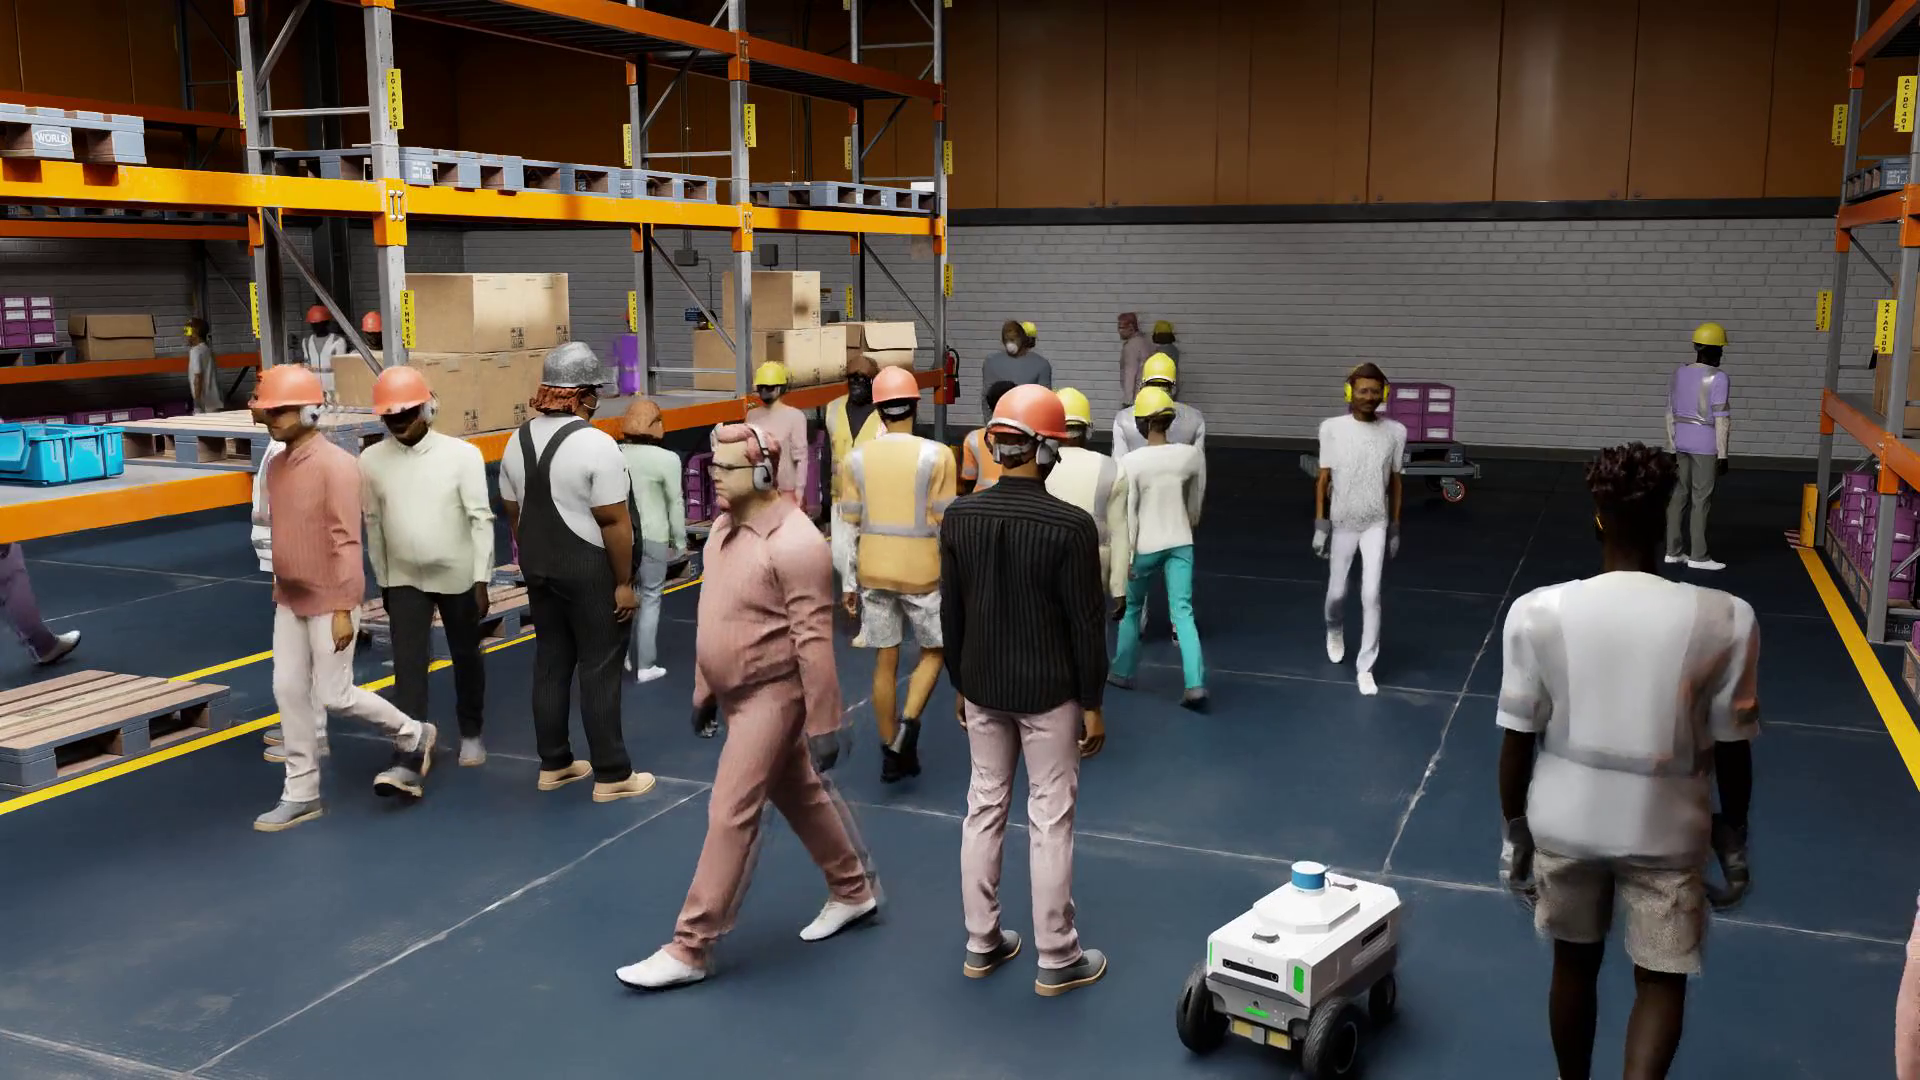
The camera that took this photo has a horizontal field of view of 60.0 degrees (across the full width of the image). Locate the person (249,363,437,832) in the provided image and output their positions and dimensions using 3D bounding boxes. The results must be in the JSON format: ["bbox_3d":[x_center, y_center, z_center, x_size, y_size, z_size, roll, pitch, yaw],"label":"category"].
[{"bbox_3d":[-2.670,0.227,7.080,0.621,1.971,0.705,6,11,33],"label":"person"}]

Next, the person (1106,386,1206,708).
[{"bbox_3d":[1.085,0.030,9.030,0.524,1.728,0.882,-3,10,-18],"label":"person"}]

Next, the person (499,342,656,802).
[{"bbox_3d":[-1.674,0.134,7.431,0.683,2.000,0.538,6,11,32],"label":"person"}]

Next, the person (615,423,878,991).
[{"bbox_3d":[-0.687,0.530,5.590,1.017,1.856,0.667,-6,11,-31],"label":"person"}]

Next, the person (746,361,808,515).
[{"bbox_3d":[-1.233,-0.395,11.604,0.532,1.724,0.912,5,11,27],"label":"person"}]

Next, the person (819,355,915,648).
[{"bbox_3d":[-0.570,-0.257,10.468,0.656,1.822,0.548,4,10,23],"label":"person"}]

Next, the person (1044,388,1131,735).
[{"bbox_3d":[0.512,0.161,8.038,0.614,1.776,0.958,1,9,5],"label":"person"}]

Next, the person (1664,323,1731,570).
[{"bbox_3d":[5.786,-0.730,13.008,0.369,1.925,0.594,-3,10,-19],"label":"person"}]

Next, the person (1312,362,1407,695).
[{"bbox_3d":[2.252,-0.095,9.444,0.505,1.848,0.759,1,9,9],"label":"person"}]

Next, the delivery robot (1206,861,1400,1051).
[{"bbox_3d":[1.051,1.221,5.050,0.477,0.478,0.707,7,12,38],"label":"delivery robot"}]

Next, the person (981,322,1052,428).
[{"bbox_3d":[0.515,-1.022,14.993,0.626,1.875,1.099,2,10,10],"label":"person"}]

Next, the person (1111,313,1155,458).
[{"bbox_3d":[1.909,-1.563,18.328,0.823,1.849,0.668,5,11,29],"label":"person"}]

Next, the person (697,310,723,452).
[{"bbox_3d":[-2.903,-1.744,19.359,0.312,1.860,0.511,-4,10,-25],"label":"person"}]

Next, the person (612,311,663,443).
[{"bbox_3d":[-3.825,-1.809,19.685,0.564,1.889,1.006,3,10,16],"label":"person"}]

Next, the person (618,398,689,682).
[{"bbox_3d":[-1.803,0.005,9.474,0.511,1.618,0.359,3,10,19],"label":"person"}]

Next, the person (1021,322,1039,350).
[{"bbox_3d":[0.717,-1.527,18.373,0.516,1.750,0.529,-5,11,-28],"label":"person"}]

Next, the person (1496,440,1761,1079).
[{"bbox_3d":[1.640,0.725,4.147,0.620,1.945,0.773,5,11,27],"label":"person"}]

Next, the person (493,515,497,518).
[{"bbox_3d":[-4.622,-0.941,15.256,0.506,1.611,0.728,5,10,26],"label":"person"}]

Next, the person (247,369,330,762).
[{"bbox_3d":[-3.233,0.117,8.010,0.356,1.884,0.574,-4,10,-20],"label":"person"}]

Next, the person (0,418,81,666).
[{"bbox_3d":[-5.606,-0.124,9.534,0.692,1.857,0.980,2,10,14],"label":"person"}]

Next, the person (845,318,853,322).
[{"bbox_3d":[-1.045,-1.524,17.974,1.021,1.884,0.644,-2,10,-14],"label":"person"}]

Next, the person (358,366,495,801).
[{"bbox_3d":[-2.398,0.177,7.505,0.634,1.912,1.088,-1,9,-4],"label":"person"}]

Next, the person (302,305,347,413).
[{"bbox_3d":[-7.353,-1.754,19.269,0.540,1.920,0.426,1,9,5],"label":"person"}]

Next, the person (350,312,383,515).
[{"bbox_3d":[-5.525,-1.200,15.832,0.549,1.935,0.364,-2,10,-14],"label":"person"}]

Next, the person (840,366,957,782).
[{"bbox_3d":[-0.281,0.170,7.608,0.568,1.910,0.546,3,10,19],"label":"person"}]

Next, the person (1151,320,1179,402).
[{"bbox_3d":[2.431,-1.745,19.726,0.402,1.728,0.508,7,12,37],"label":"person"}]

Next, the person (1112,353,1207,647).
[{"bbox_3d":[1.231,-0.242,10.340,0.586,1.833,0.404,0,9,0],"label":"person"}]

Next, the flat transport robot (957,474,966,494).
[{"bbox_3d":[0.616,-0.525,16.771,0.652,0.197,1.431,-6,11,-31],"label":"flat transport robot"}]

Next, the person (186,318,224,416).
[{"bbox_3d":[-7.733,-1.348,17.049,0.347,1.837,0.637,-1,9,-6],"label":"person"}]

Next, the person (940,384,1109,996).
[{"bbox_3d":[0.217,0.488,5.437,0.609,1.991,0.384,6,11,34],"label":"person"}]

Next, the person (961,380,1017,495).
[{"bbox_3d":[0.297,-0.153,10.289,0.547,1.658,0.795,3,10,18],"label":"person"}]
